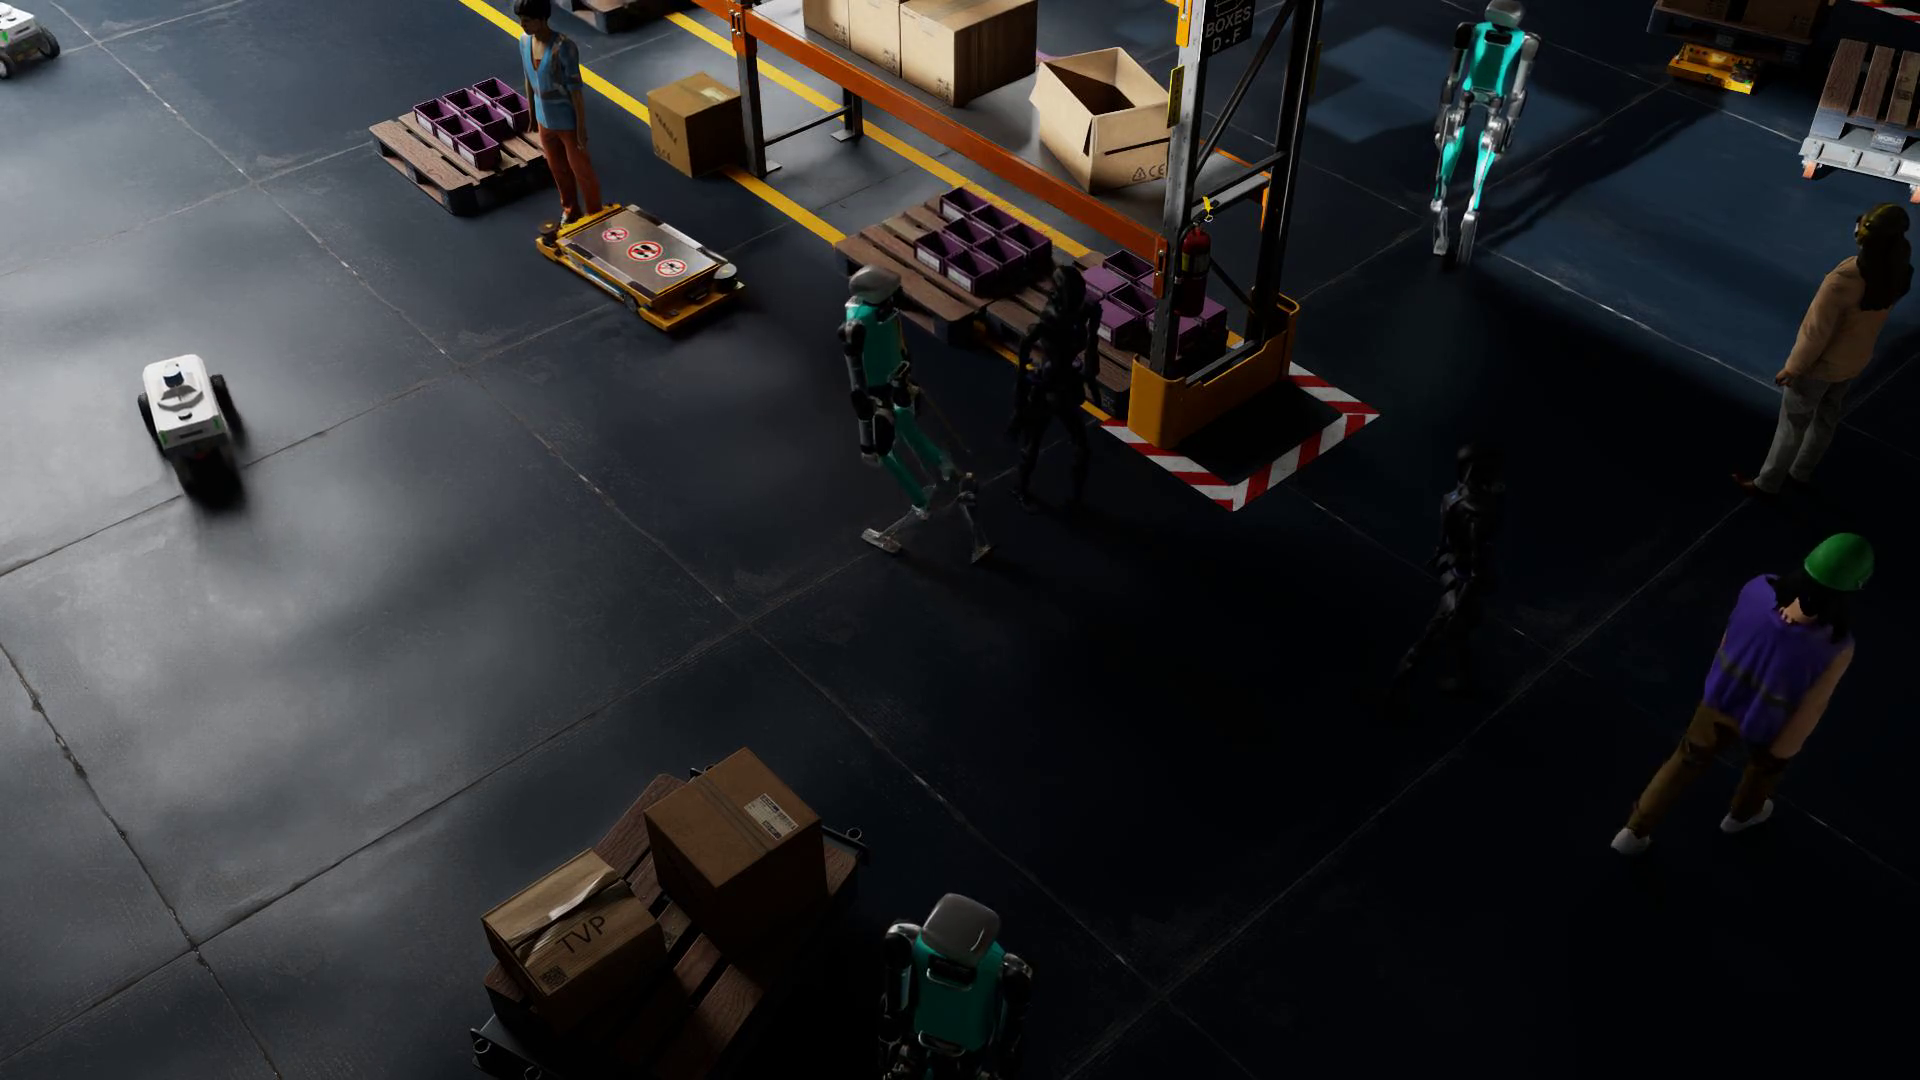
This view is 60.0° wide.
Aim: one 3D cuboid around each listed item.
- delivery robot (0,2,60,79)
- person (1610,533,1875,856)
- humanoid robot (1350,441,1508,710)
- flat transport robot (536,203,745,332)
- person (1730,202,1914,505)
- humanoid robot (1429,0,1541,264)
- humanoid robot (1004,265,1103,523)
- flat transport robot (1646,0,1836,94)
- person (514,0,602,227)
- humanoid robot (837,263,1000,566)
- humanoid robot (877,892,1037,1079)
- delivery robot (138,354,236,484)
[{"bbox_3d":[-7.692,-4.083,13.308,0.747,0.572,0.499,22,47,22],"label":"delivery robot"},{"bbox_3d":[3.387,0.708,7.125,0.887,1.895,0.536,-25,48,-25],"label":"person"},{"bbox_3d":[2.303,0.176,7.880,0.739,1.627,0.613,3,43,3],"label":"humanoid robot"},{"bbox_3d":[-2.155,-1.870,11.128,1.431,0.231,0.659,33,52,31],"label":"flat transport robot"},{"bbox_3d":[4.698,-0.973,8.969,0.549,1.877,0.413,-17,45,-17],"label":"person"},{"bbox_3d":[3.304,-2.516,10.805,0.541,1.865,0.737,15,45,15],"label":"humanoid robot"},{"bbox_3d":[0.513,-0.778,8.907,0.610,1.634,0.545,-26,49,-26],"label":"humanoid robot"},{"bbox_3d":[6.280,-4.062,13.513,0.659,0.231,1.431,24,48,23],"label":"flat transport robot"},{"bbox_3d":[-2.673,-2.794,11.036,0.502,1.758,0.339,23,47,23],"label":"person"},{"bbox_3d":[-0.129,-0.548,8.629,0.960,1.783,0.555,17,45,18],"label":"humanoid robot"},{"bbox_3d":[-0.097,2.055,5.821,0.542,1.822,0.770,13,44,14],"label":"humanoid robot"},{"bbox_3d":[-4.521,-0.757,9.720,0.499,0.613,0.797,-19,46,-20],"label":"delivery robot"}]
